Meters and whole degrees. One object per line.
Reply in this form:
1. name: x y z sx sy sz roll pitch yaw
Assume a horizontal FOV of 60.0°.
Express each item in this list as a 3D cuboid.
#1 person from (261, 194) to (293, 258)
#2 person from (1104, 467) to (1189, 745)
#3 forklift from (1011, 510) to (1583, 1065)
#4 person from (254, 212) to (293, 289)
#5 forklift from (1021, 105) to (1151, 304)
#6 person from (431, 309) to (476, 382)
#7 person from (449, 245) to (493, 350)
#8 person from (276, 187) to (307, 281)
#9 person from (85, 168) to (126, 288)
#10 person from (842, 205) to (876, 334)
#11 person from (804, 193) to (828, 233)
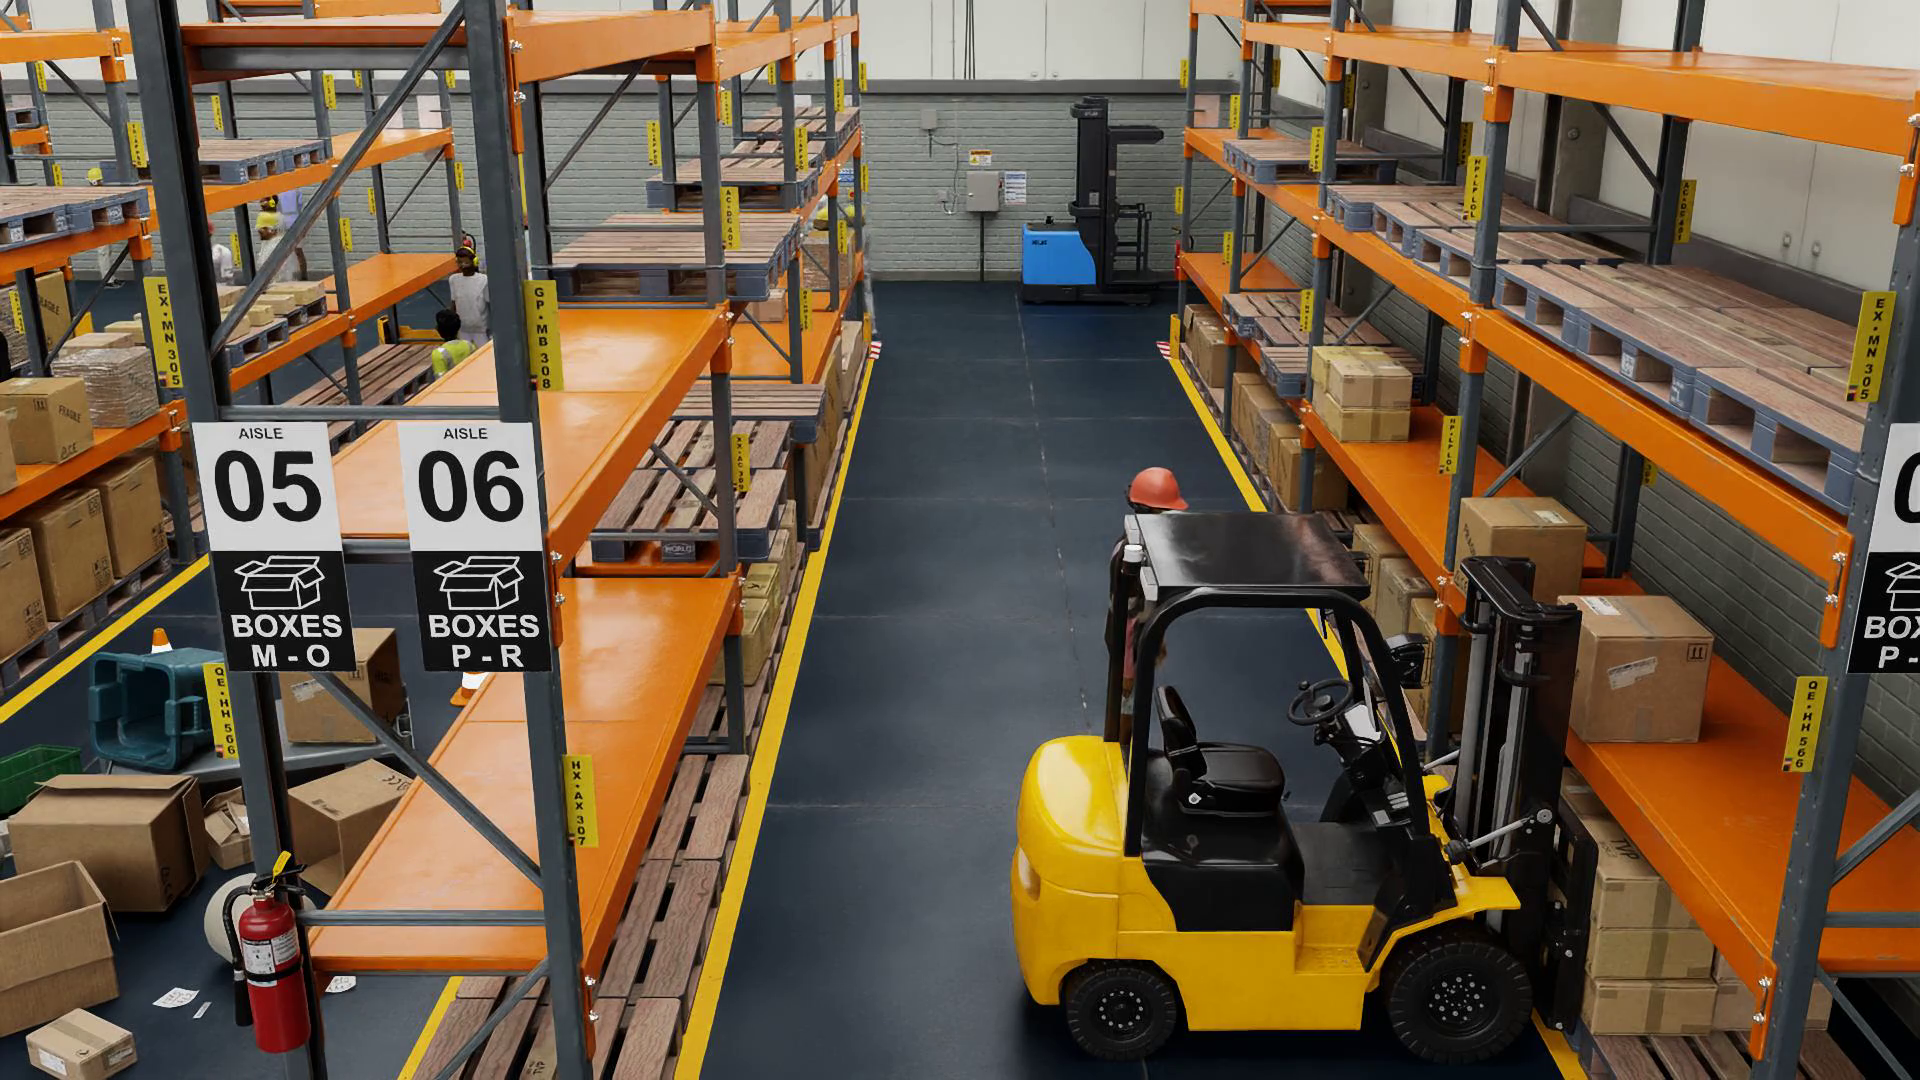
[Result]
1. person: -9.261 -3.812 22.622 0.336 1.865 0.519 -15 23 -37
2. person: 1.005 0.582 9.074 0.425 2.035 0.601 7 20 21
3. forklift: 1.387 1.055 7.378 2.313 2.155 1.214 0 18 0
4. person: -8.625 -3.219 20.924 0.792 1.798 0.598 -12 22 -33
5. forklift: 1.857 -4.944 24.441 1.873 2.768 1.129 0 18 0
6. person: -4.587 -1.253 15.135 0.316 1.695 0.541 7 20 21
7. person: -5.209 -2.213 17.779 0.509 1.865 0.329 1 18 4
8. person: -10.320 -4.810 25.512 0.356 1.937 0.552 16 24 39
9. person: -13.225 -4.817 25.700 0.403 1.833 0.586 -6 19 -16
10. person: -1.415 -3.641 22.367 0.483 1.699 0.870 -11 21 -30
11. person: -2.045 -4.512 24.600 0.615 1.943 0.409 17 25 41
